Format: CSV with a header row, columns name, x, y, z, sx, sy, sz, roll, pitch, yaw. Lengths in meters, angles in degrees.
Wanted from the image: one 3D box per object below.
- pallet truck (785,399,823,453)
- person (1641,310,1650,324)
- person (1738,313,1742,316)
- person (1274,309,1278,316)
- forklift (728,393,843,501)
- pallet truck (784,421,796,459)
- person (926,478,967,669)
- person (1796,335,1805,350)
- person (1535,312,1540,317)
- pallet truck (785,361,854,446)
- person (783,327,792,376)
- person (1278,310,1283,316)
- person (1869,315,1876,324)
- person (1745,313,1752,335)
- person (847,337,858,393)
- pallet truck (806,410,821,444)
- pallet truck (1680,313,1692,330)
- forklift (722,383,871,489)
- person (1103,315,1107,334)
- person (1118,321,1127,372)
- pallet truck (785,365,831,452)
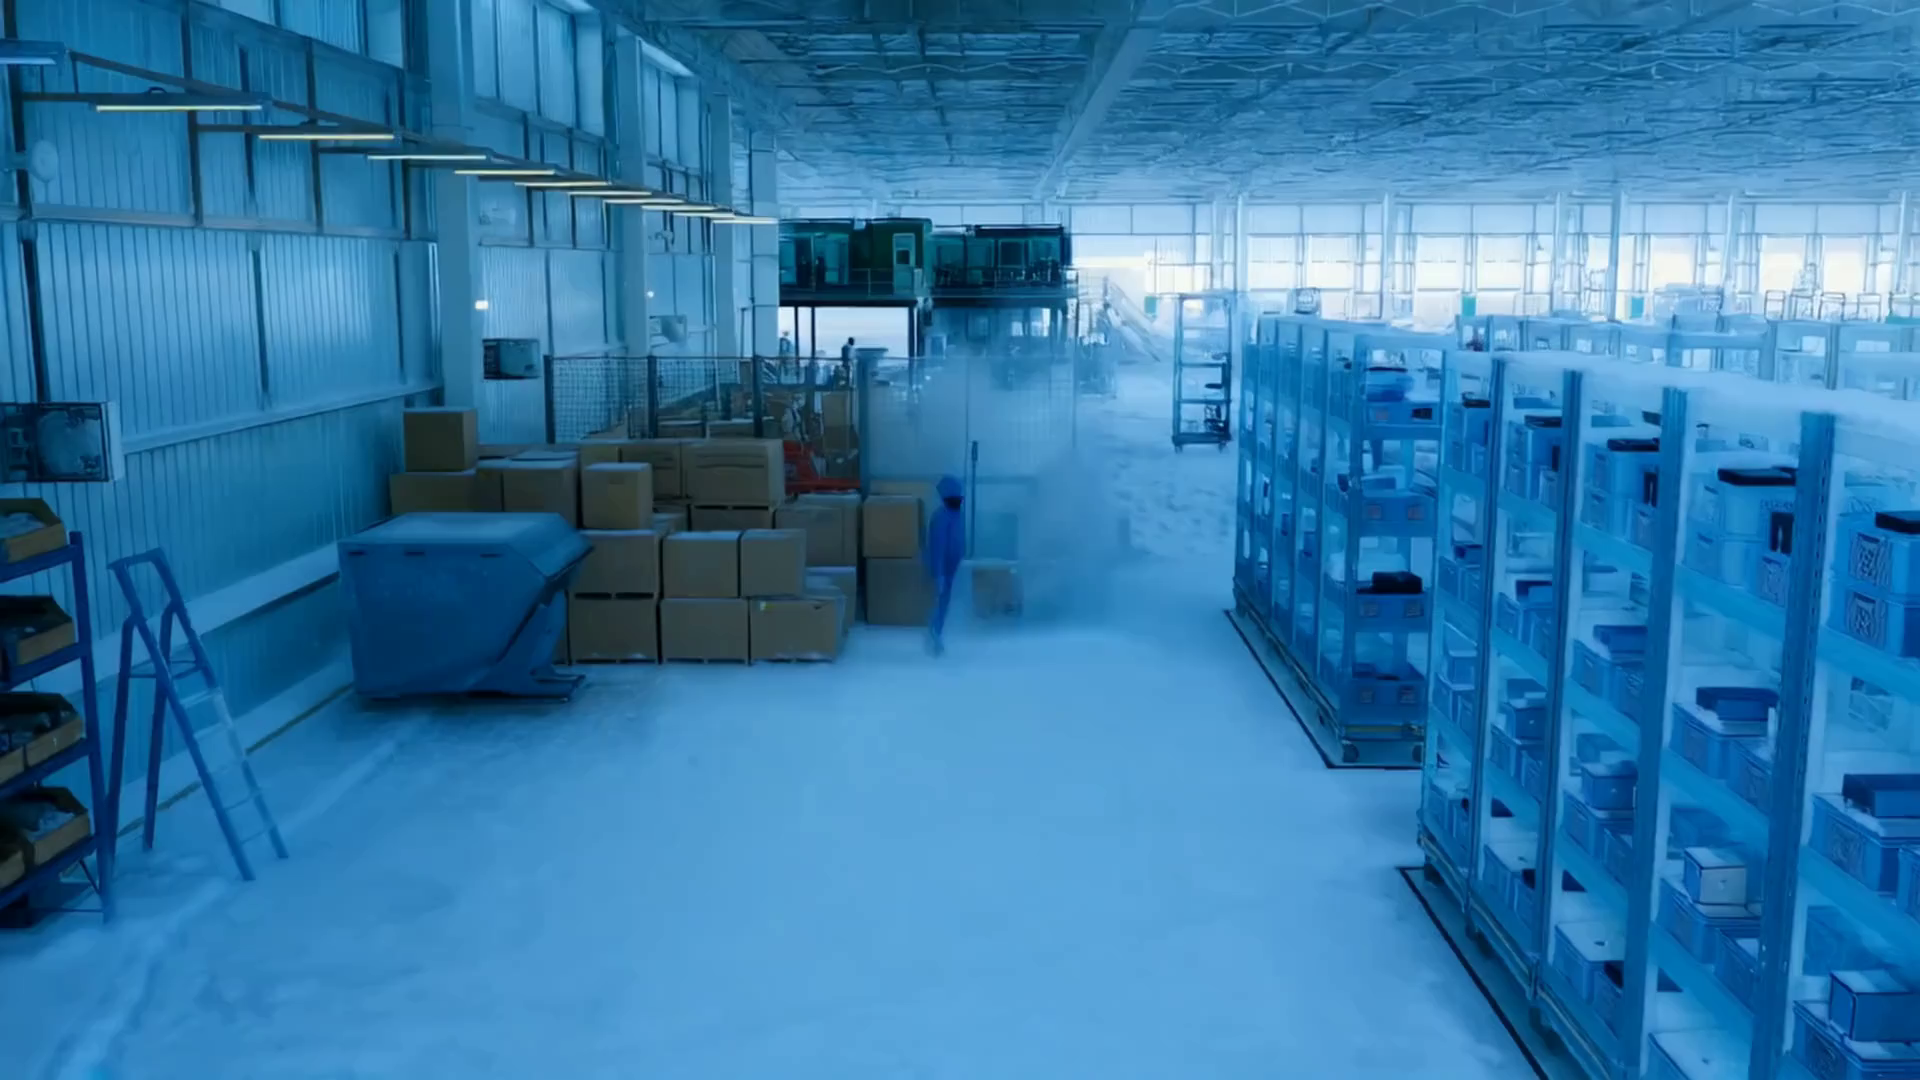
name,x,y,z,sx,sy,sz,roll,pitch,yaw
pallet truck,-3.814,-2.432,36.419,1.630,1.274,0.653,0,9,1
person,36.708,-11.321,89.130,0.402,1.990,0.622,0,9,1
person,40.992,-11.010,87.597,0.310,1.868,0.533,0,9,1
person,18.495,-12.630,97.743,0.435,1.833,0.634,1,9,4
forklift,-2.979,-1.316,26.476,2.680,1.987,1.157,0,9,1
pallet truck,-4.013,-1.793,32.705,1.601,1.201,0.680,0,9,1
person,-0.140,0.341,17.255,0.457,1.979,0.646,2,9,10
person,33.660,-7.531,66.657,0.317,1.695,0.540,0,9,1
person,30.640,-11.160,88.409,0.398,1.914,0.637,-1,9,-5
pallet truck,-3.410,-3.193,38.978,1.885,1.965,0.823,0,9,-1
person,-6.682,-7.290,64.442,0.378,1.932,0.551,0,9,1
person,17.315,-11.492,90.178,0.396,1.992,0.622,0,9,1
person,49.143,-11.264,89.545,0.319,1.742,0.492,0,9,1
person,42.583,-11.356,89.878,0.405,1.837,0.516,1,9,4
person,-3.605,-5.860,55.773,0.337,1.882,0.584,0,9,1
pallet truck,-3.559,-2.018,33.905,1.522,1.261,0.704,0,9,-1
pallet truck,36.315,-10.531,84.244,0.823,1.965,1.885,-6,11,-33
forklift,-2.893,-1.687,28.729,2.680,1.987,1.157,0,9,-1
person,8.025,-11.699,92.223,0.394,1.754,0.549,2,9,10
person,6.628,-7.878,67.739,0.390,2.040,0.614,0,9,1
pallet truck,-3.774,-2.976,37.635,1.885,1.965,0.823,1,9,5
